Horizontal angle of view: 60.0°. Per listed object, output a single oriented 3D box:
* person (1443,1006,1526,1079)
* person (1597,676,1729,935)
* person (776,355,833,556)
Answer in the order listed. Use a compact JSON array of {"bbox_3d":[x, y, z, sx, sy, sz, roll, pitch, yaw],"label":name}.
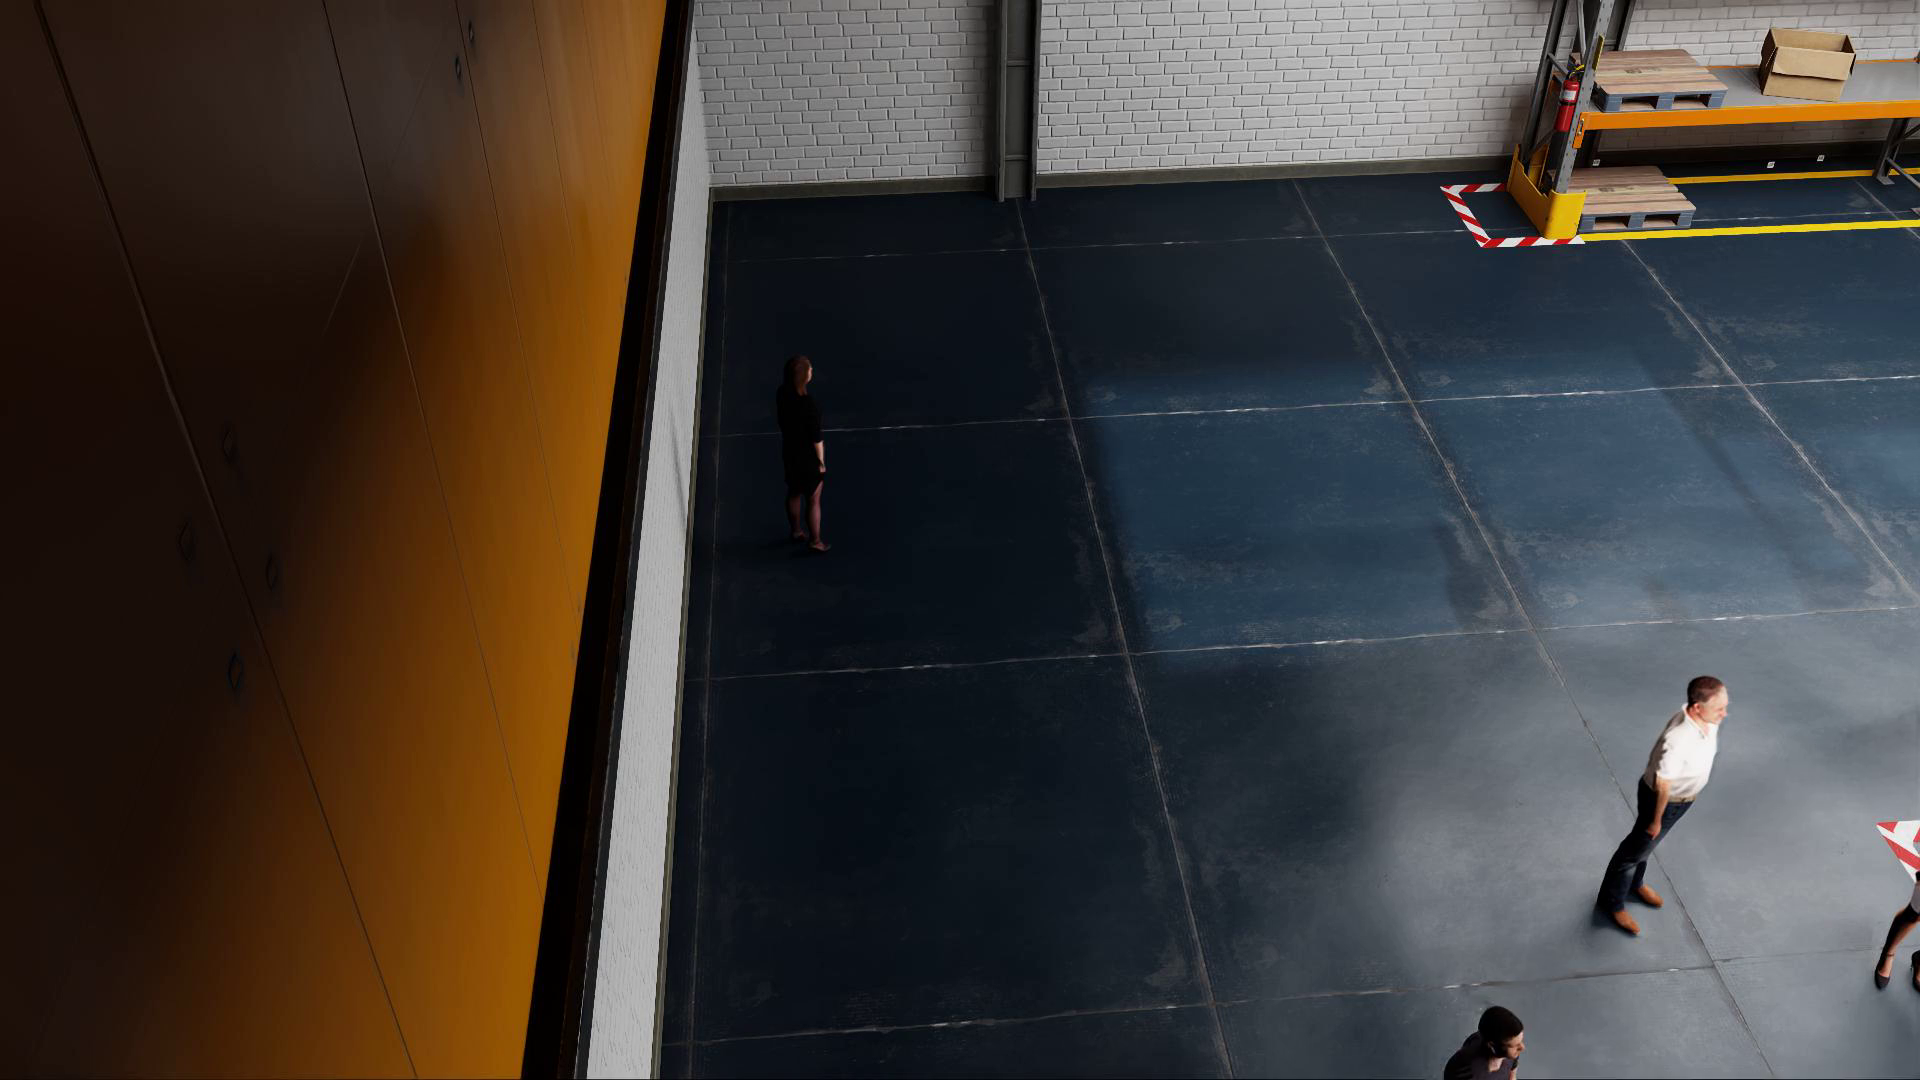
[{"bbox_3d":[2.362,2.793,8.105,1.207,1.712,1.138,27,46,30],"label":"person"},{"bbox_3d":[4.074,1.475,9.640,0.727,1.856,0.812,-31,48,-33],"label":"person"},{"bbox_3d":[-1.173,-0.627,12.392,0.656,1.705,0.701,31,48,33],"label":"person"}]
